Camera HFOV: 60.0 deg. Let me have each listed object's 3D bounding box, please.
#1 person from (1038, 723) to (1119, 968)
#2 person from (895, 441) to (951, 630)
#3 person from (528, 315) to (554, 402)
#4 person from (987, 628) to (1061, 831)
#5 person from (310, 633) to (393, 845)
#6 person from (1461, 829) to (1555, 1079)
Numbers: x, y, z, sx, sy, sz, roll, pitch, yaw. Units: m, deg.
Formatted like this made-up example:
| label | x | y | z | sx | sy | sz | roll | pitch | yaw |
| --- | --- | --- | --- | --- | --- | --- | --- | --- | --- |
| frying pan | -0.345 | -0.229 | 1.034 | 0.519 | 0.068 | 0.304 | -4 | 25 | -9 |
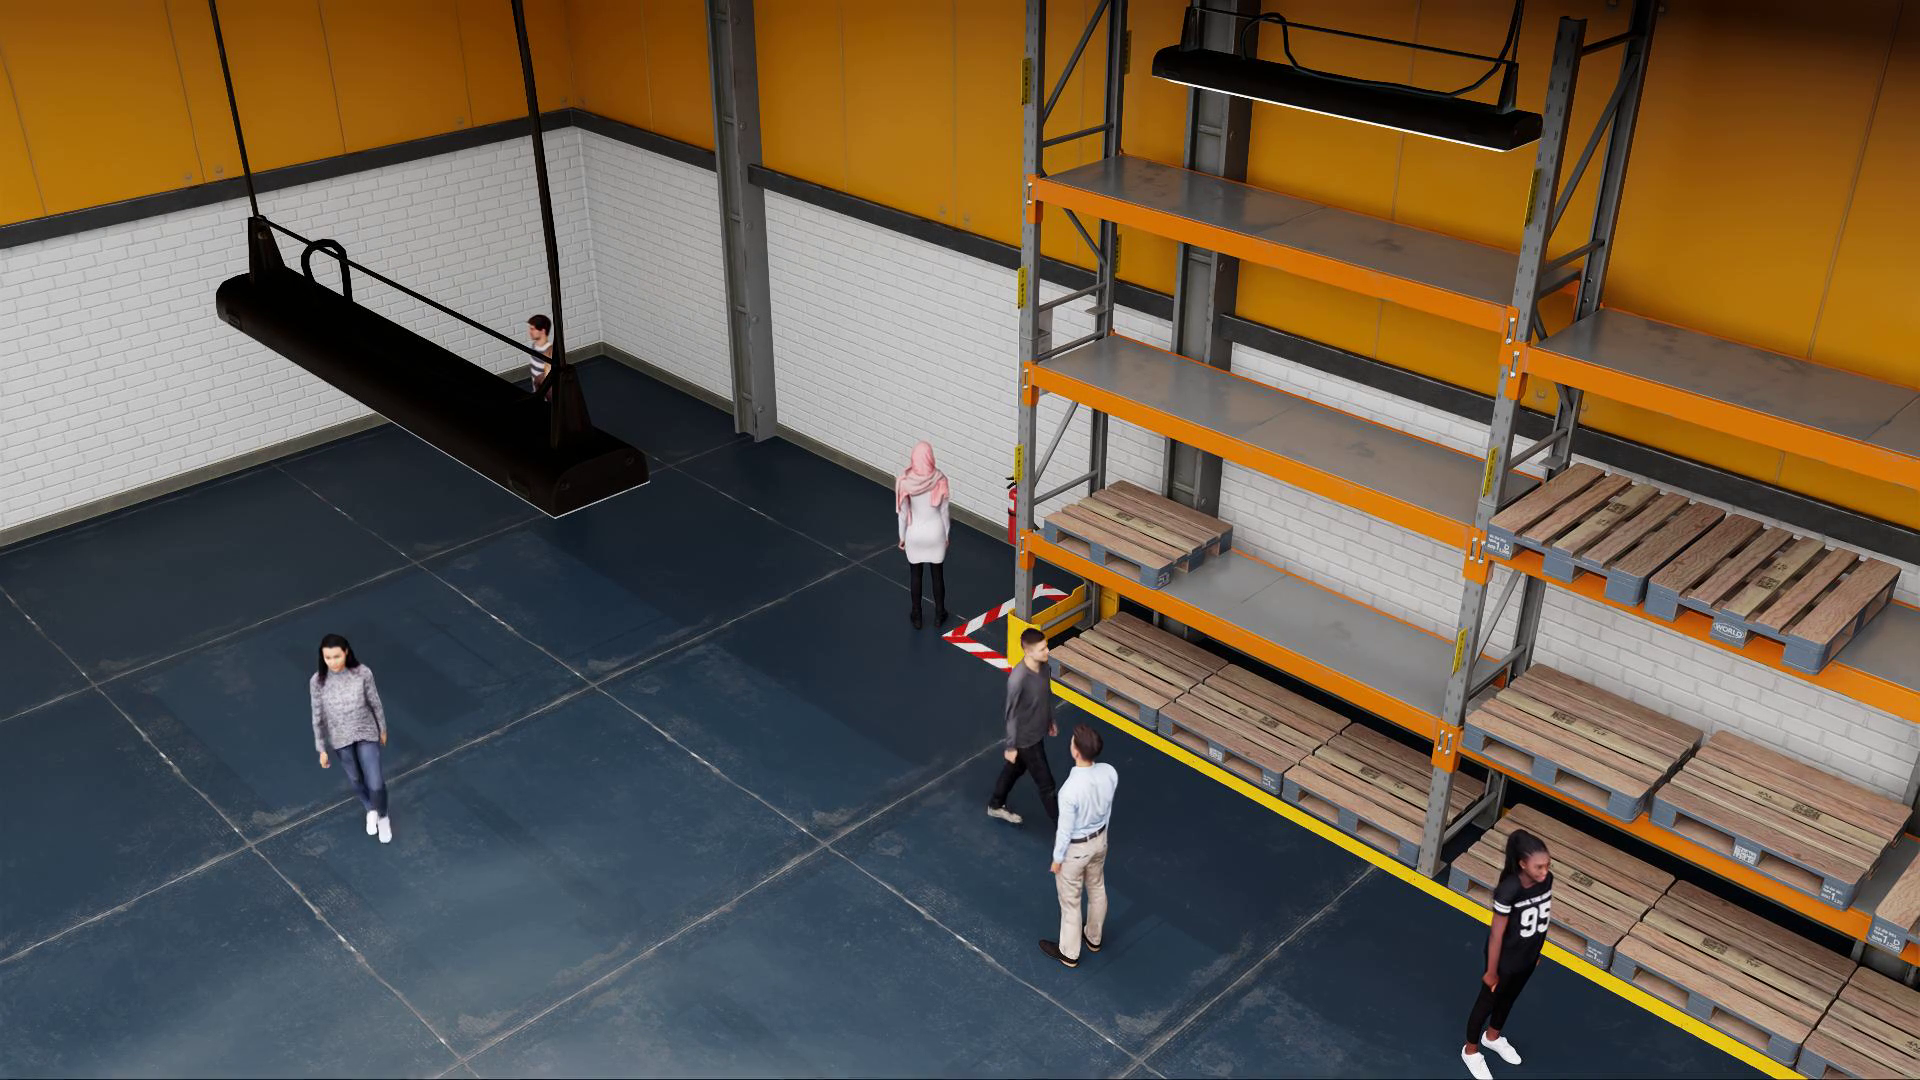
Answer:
| label | x | y | z | sx | sy | sz | roll | pitch | yaw |
| --- | --- | --- | --- | --- | --- | --- | --- | --- | --- |
| person | 0.789 | 1.984 | 10.828 | 0.647 | 1.848 | 0.612 | -23 | 36 | -35 |
| person | -0.307 | -0.041 | 14.587 | 0.724 | 1.803 | 0.785 | 0 | 29 | 0 |
| person | -4.206 | -1.456 | 17.128 | 0.725 | 1.854 | 0.497 | -21 | 35 | -34 |
| person | 0.434 | 1.396 | 12.046 | 1.187 | 1.715 | 0.881 | 12 | 31 | 21 |
| person | -4.393 | 1.382 | 12.071 | 0.770 | 1.715 | 0.817 | -6 | 29 | -11 |
| person | 3.327 | 2.492 | 10.022 | 0.655 | 1.729 | 0.610 | -17 | 33 | -29 |
